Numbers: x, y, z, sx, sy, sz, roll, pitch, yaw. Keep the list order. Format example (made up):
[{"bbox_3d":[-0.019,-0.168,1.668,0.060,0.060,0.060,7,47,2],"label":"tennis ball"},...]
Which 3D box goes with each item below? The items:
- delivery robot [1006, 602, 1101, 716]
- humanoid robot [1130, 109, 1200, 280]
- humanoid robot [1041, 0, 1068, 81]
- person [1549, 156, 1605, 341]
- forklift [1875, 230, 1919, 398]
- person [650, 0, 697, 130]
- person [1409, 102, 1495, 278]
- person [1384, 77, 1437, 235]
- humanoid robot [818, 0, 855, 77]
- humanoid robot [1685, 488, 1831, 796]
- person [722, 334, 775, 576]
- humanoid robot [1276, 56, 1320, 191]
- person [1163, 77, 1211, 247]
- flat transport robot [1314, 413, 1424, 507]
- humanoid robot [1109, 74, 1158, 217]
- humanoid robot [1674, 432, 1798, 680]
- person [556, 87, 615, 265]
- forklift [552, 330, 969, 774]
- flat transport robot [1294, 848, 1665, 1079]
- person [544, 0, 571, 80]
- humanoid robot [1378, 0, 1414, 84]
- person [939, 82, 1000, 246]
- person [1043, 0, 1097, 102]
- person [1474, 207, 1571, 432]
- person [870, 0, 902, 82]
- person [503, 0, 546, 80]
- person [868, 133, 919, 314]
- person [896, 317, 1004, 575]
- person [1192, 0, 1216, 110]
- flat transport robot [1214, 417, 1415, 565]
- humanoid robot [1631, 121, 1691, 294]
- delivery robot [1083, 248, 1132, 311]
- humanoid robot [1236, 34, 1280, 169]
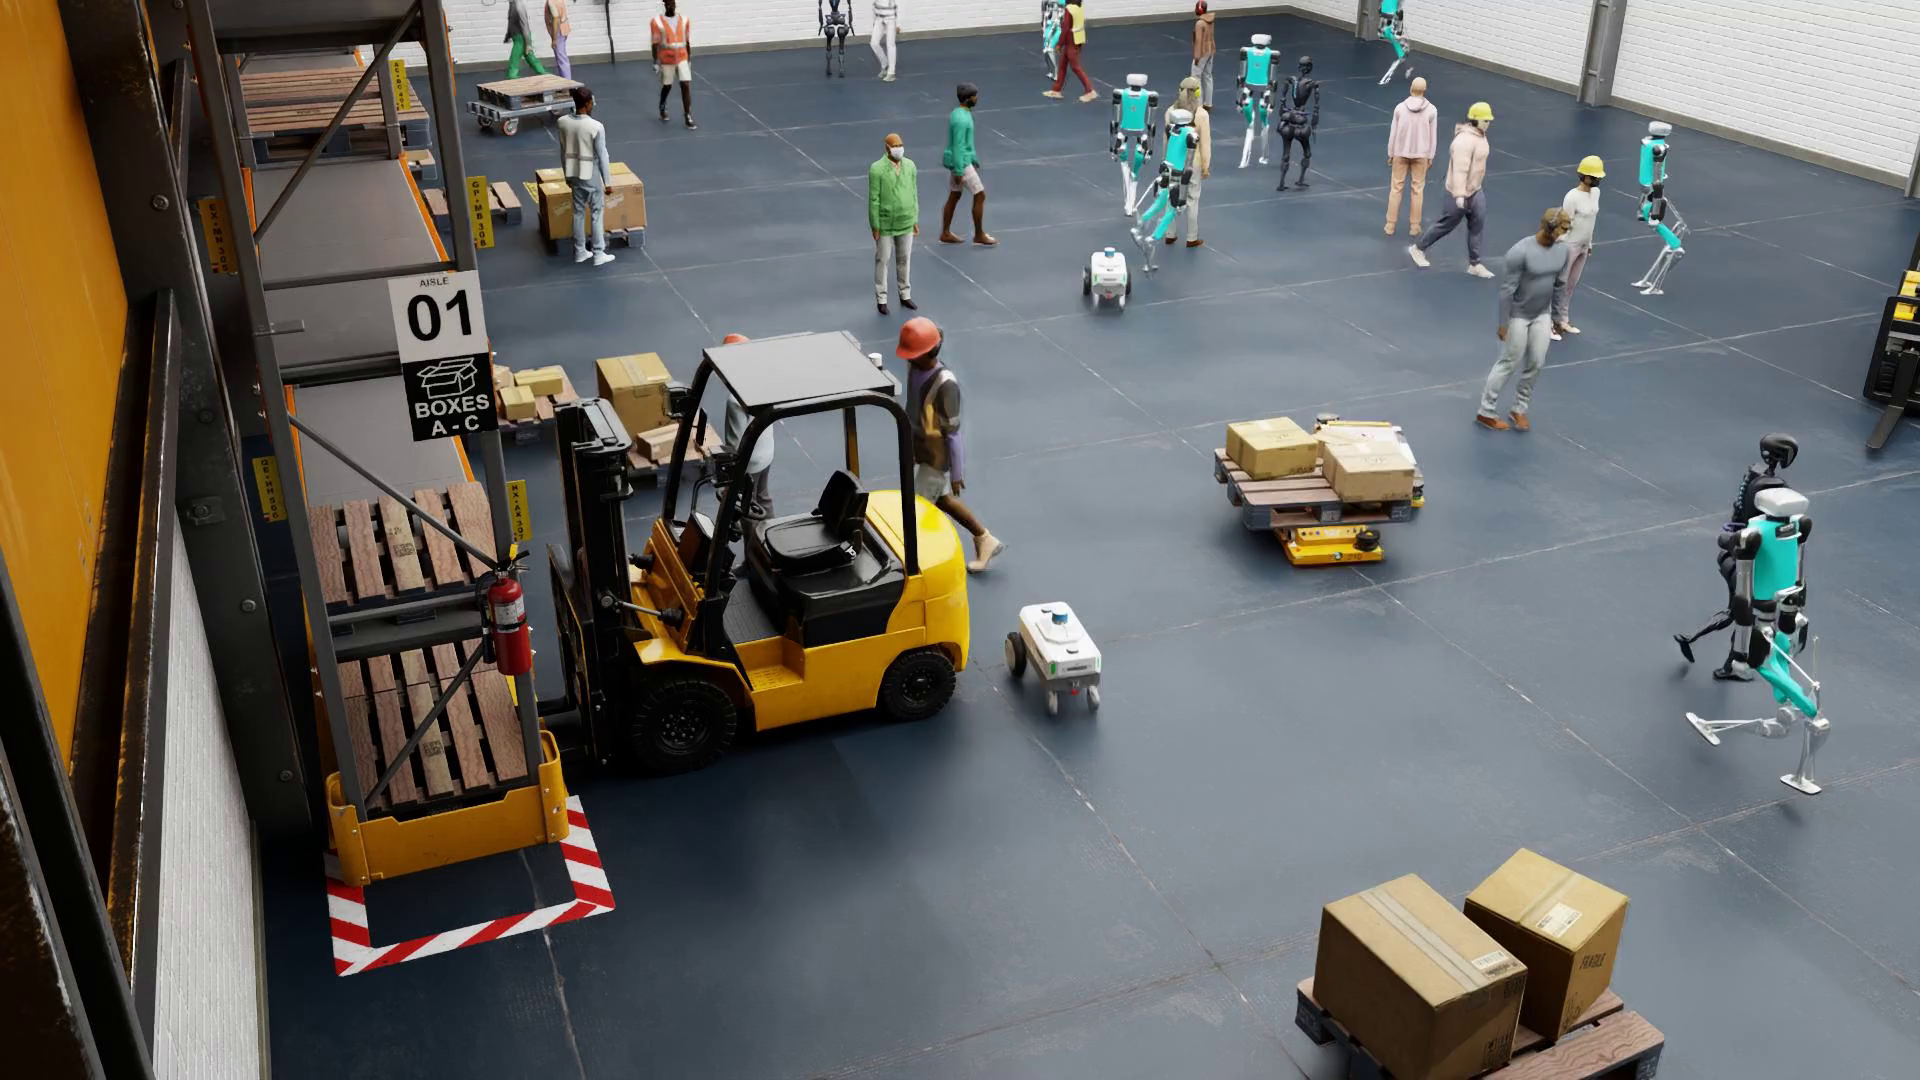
[{"bbox_3d":[0.606,0.685,10.309,0.499,0.597,0.779,-7,27,-13],"label":"delivery robot"},{"bbox_3d":[2.089,-3.563,17.566,0.753,1.894,0.533,-11,29,-22],"label":"humanoid robot"},{"bbox_3d":[1.478,-8.343,26.939,0.602,1.769,0.868,14,30,25],"label":"humanoid robot"},{"bbox_3d":[5.884,-2.790,15.869,0.532,1.766,0.324,-20,33,-35],"label":"person"},{"bbox_3d":[9.029,-2.397,14.618,1.214,2.155,2.313,18,32,32],"label":"forklift"},{"bbox_3d":[-4.160,-6.948,23.976,0.612,1.918,0.916,-13,30,-25],"label":"person"},{"bbox_3d":[5.329,-3.746,17.704,0.904,1.832,0.820,22,34,37],"label":"person"},{"bbox_3d":[5.147,-4.368,18.989,0.535,1.783,0.399,6,27,13],"label":"person"},{"bbox_3d":[-2.027,-8.458,27.246,0.607,1.637,0.503,-1,27,-3],"label":"humanoid robot"},{"bbox_3d":[4.594,0.630,9.125,0.530,1.703,1.072,-14,30,-26],"label":"humanoid robot"},{"bbox_3d":[-1.479,-0.587,11.515,0.351,1.742,0.572,8,28,15],"label":"person"},{"bbox_3d":[4.206,-5.209,20.792,0.589,1.647,0.483,22,34,37],"label":"humanoid robot"},{"bbox_3d":[2.517,-4.204,18.563,0.553,1.877,0.413,15,30,27],"label":"person"},{"bbox_3d":[3.247,-0.641,13.262,0.659,0.231,1.431,2,27,3],"label":"flat transport robot"},{"bbox_3d":[2.040,-4.648,19.584,0.557,1.740,0.919,4,27,8],"label":"humanoid robot"},{"bbox_3d":[4.782,0.110,10.202,0.479,1.635,0.609,0,27,0],"label":"humanoid robot"},{"bbox_3d":[-4.040,-3.916,17.956,0.600,1.907,0.398,11,29,22],"label":"person"},{"bbox_3d":[-1.094,0.010,9.831,2.313,2.155,1.214,-10,28,-20],"label":"forklift"},{"bbox_3d":[2.262,2.327,7.358,0.659,0.231,1.431,-13,29,-24],"label":"flat transport robot"},{"bbox_3d":[-6.227,-7.812,25.769,0.395,1.846,0.563,-1,27,-2],"label":"person"},{"bbox_3d":[7.156,-8.254,26.795,0.959,1.769,0.551,-13,30,-25],"label":"humanoid robot"},{"bbox_3d":[0.128,-4.189,18.596,0.808,1.820,0.513,-3,27,-5],"label":"person"},{"bbox_3d":[1.738,-7.631,25.544,0.892,1.730,0.469,9,28,18],"label":"person"},{"bbox_3d":[4.718,-1.830,13.825,0.661,1.916,0.425,-11,29,-21],"label":"person"},{"bbox_3d":[-1.197,-8.356,26.821,0.590,1.870,0.431,15,30,27],"label":"person"},{"bbox_3d":[-6.792,-7.721,25.647,0.955,1.799,0.573,-8,28,-15],"label":"person"},{"bbox_3d":[-0.657,-3.157,16.582,0.539,1.784,0.383,-14,30,-25],"label":"person"},{"bbox_3d":[-0.119,-0.593,11.269,0.965,1.993,0.645,-10,28,-19],"label":"person"},{"bbox_3d":[3.631,-7.211,24.802,0.338,1.641,0.497,21,33,35],"label":"person"},{"bbox_3d":[2.596,-0.224,12.433,0.659,0.231,1.431,-3,27,-6],"label":"flat transport robot"},{"bbox_3d":[7.258,-3.412,17.107,0.696,1.752,0.539,2,27,4],"label":"humanoid robot"},{"bbox_3d":[1.520,-2.689,17.039,0.499,0.614,0.817,1,27,2],"label":"delivery robot"},{"bbox_3d":[3.936,-5.758,21.866,0.547,1.828,0.844,10,28,19],"label":"humanoid robot"}]
